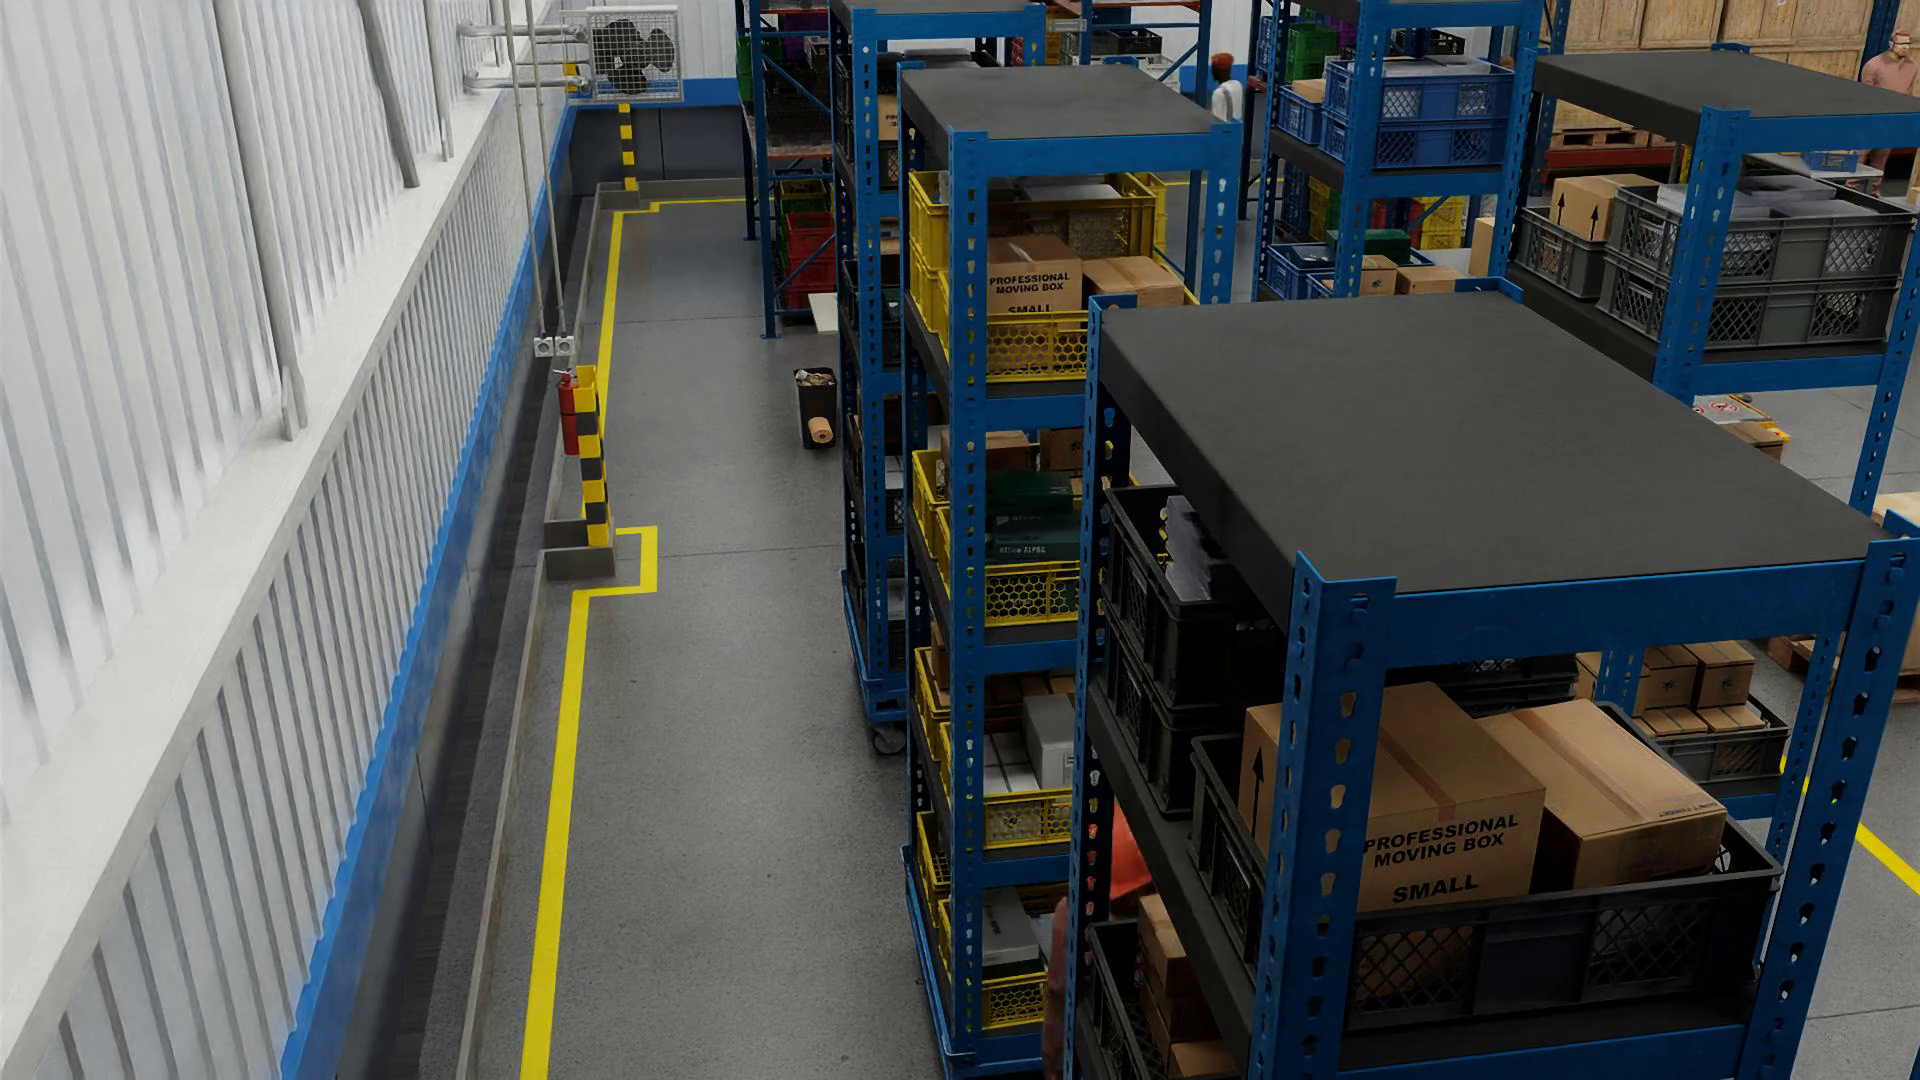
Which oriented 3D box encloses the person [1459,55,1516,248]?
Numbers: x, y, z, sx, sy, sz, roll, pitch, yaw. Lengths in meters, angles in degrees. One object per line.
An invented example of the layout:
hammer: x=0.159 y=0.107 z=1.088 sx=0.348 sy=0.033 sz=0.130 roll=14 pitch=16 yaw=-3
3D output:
person: x=5.344 y=-3.902 z=16.793 sx=0.657 sy=1.927 sz=0.405 roll=-8 pitch=26 yaw=-17

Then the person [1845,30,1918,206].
person: x=10.293 y=-4.701 z=18.542 sx=0.641 sy=1.908 sz=0.407 roll=-4 pitch=25 yaw=-9

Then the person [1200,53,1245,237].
person: x=2.744 y=-4.086 z=17.243 sx=0.373 sy=1.874 sz=0.594 roll=16 pitch=29 yaw=31
